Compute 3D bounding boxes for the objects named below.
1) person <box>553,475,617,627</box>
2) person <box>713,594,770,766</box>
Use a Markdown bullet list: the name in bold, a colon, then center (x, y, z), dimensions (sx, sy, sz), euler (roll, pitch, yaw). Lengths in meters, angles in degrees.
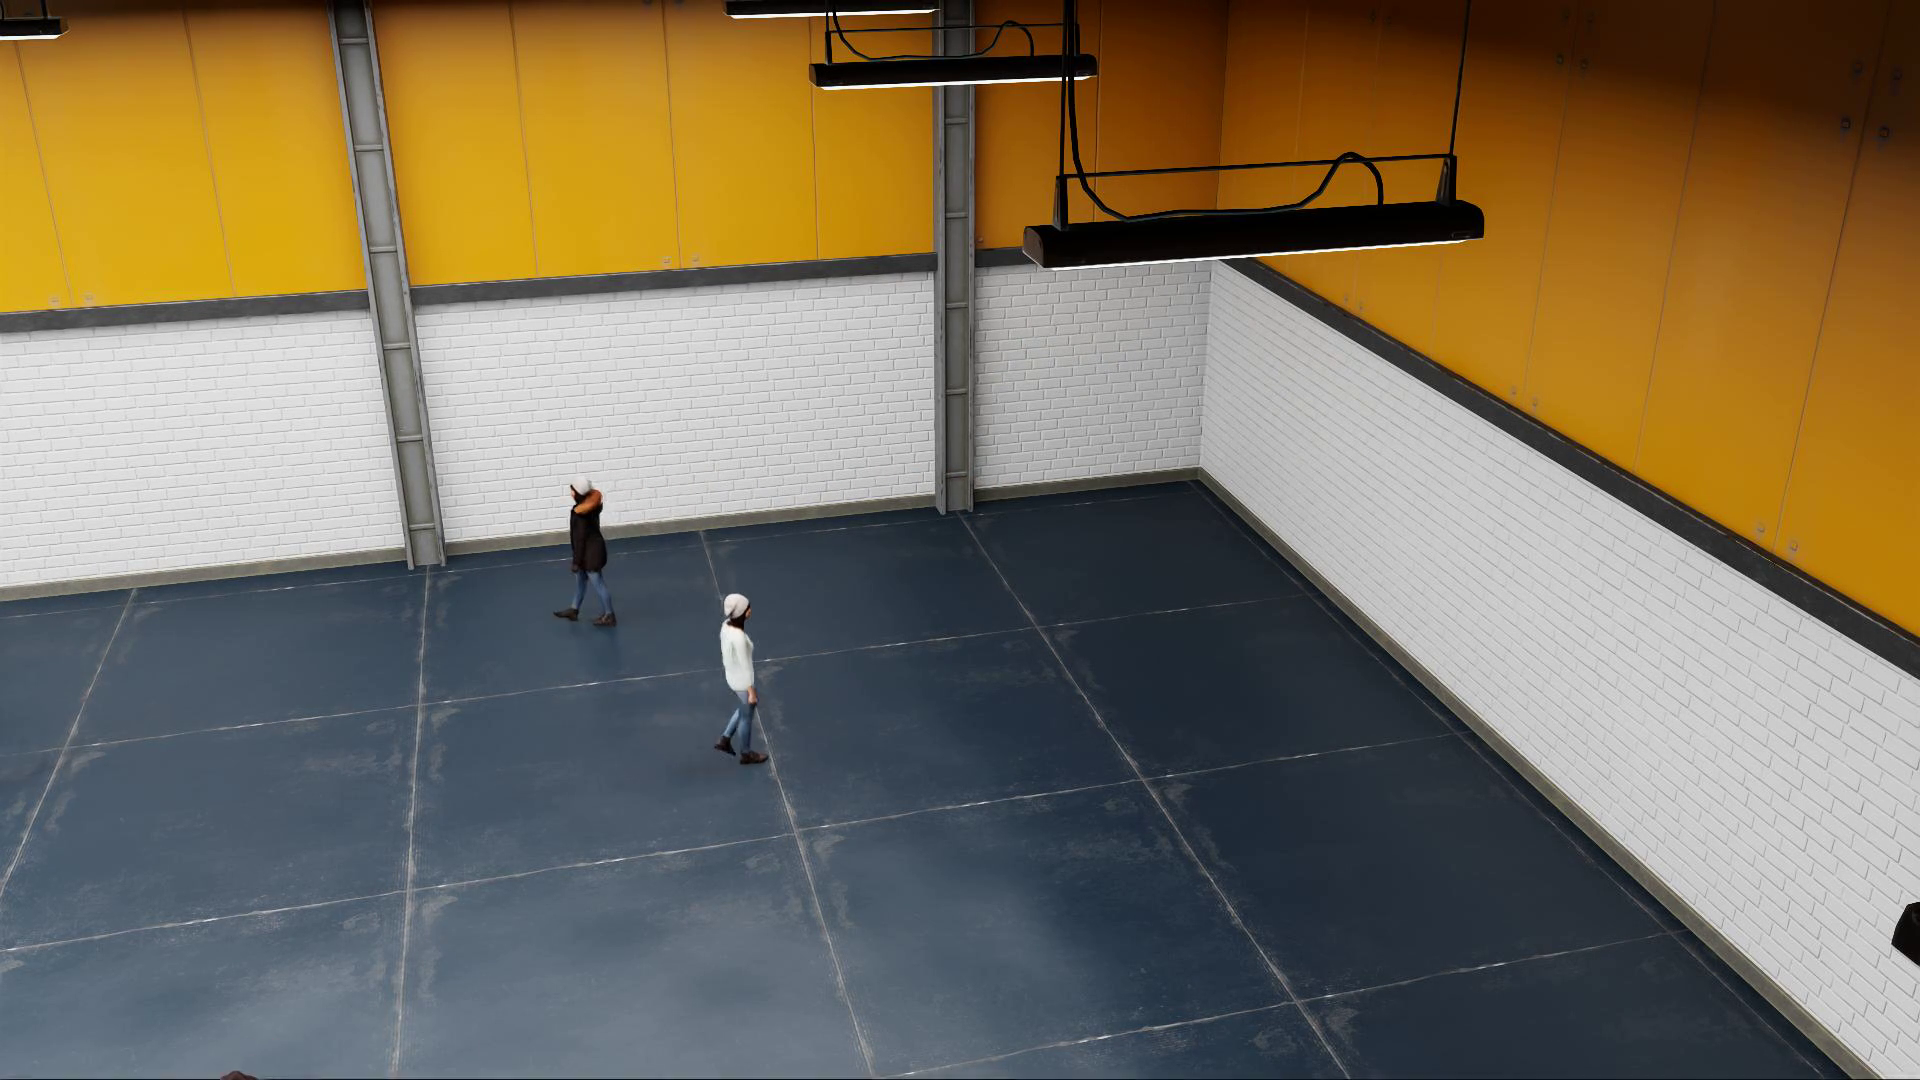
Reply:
- **person**: center (-3.611, 0.123, 16.564), dimensions (0.904, 1.616, 0.712), euler (-2, 24, -6)
- **person**: center (-1.923, 1.197, 14.077), dimensions (0.728, 1.640, 0.645), euler (-10, 26, -22)
